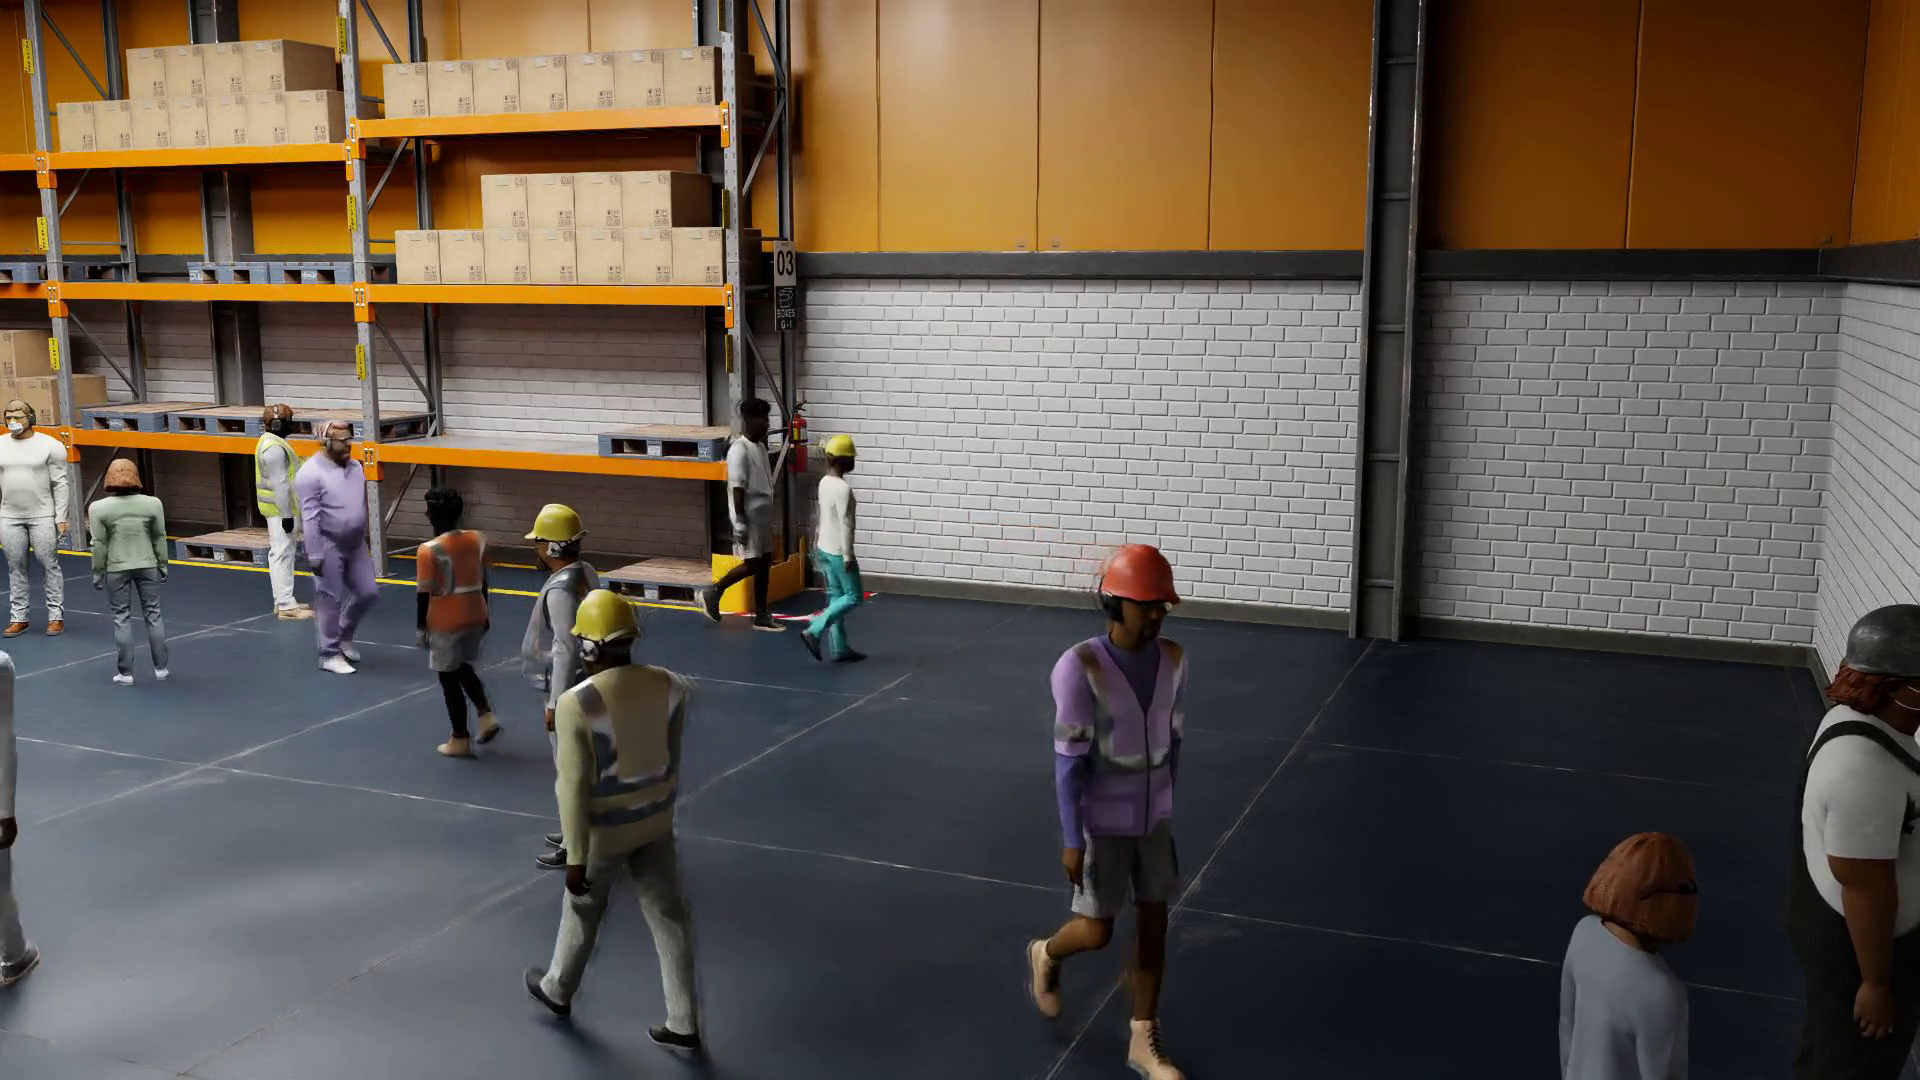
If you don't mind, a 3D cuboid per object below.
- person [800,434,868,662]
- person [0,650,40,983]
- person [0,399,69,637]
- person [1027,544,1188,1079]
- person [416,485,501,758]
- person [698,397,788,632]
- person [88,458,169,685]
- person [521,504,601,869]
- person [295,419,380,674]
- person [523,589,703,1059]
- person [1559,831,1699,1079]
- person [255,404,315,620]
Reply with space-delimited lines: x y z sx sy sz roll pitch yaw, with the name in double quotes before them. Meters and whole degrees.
"person" -0.950 0.077 12.520 0.482 1.750 0.542 -4 10 -24
"person" -4.027 1.025 6.597 0.593 1.830 1.003 -2 10 -13
"person" -7.570 -0.176 13.517 0.632 1.940 0.372 -2 10 -10
"person" 0.555 0.993 6.199 0.618 2.022 0.730 -6 11 -31
"person" -3.099 0.501 10.167 0.361 1.681 0.549 5 11 29
"person" -1.773 -0.203 13.653 0.644 1.950 0.628 3 10 16
"person" -5.978 0.228 11.990 0.507 1.632 0.267 -7 12 -38
"person" -1.988 0.727 8.364 0.404 1.832 0.598 -1 9 -3
"person" -4.578 0.053 12.286 0.425 1.892 0.650 5 10 26
"person" -1.347 1.070 6.424 0.924 1.782 0.637 8 13 42
"person" 1.661 1.519 4.172 0.268 1.631 0.507 -1 9 -6
"person" -5.775 -0.244 14.223 0.429 1.844 0.627 -5 10 -26
